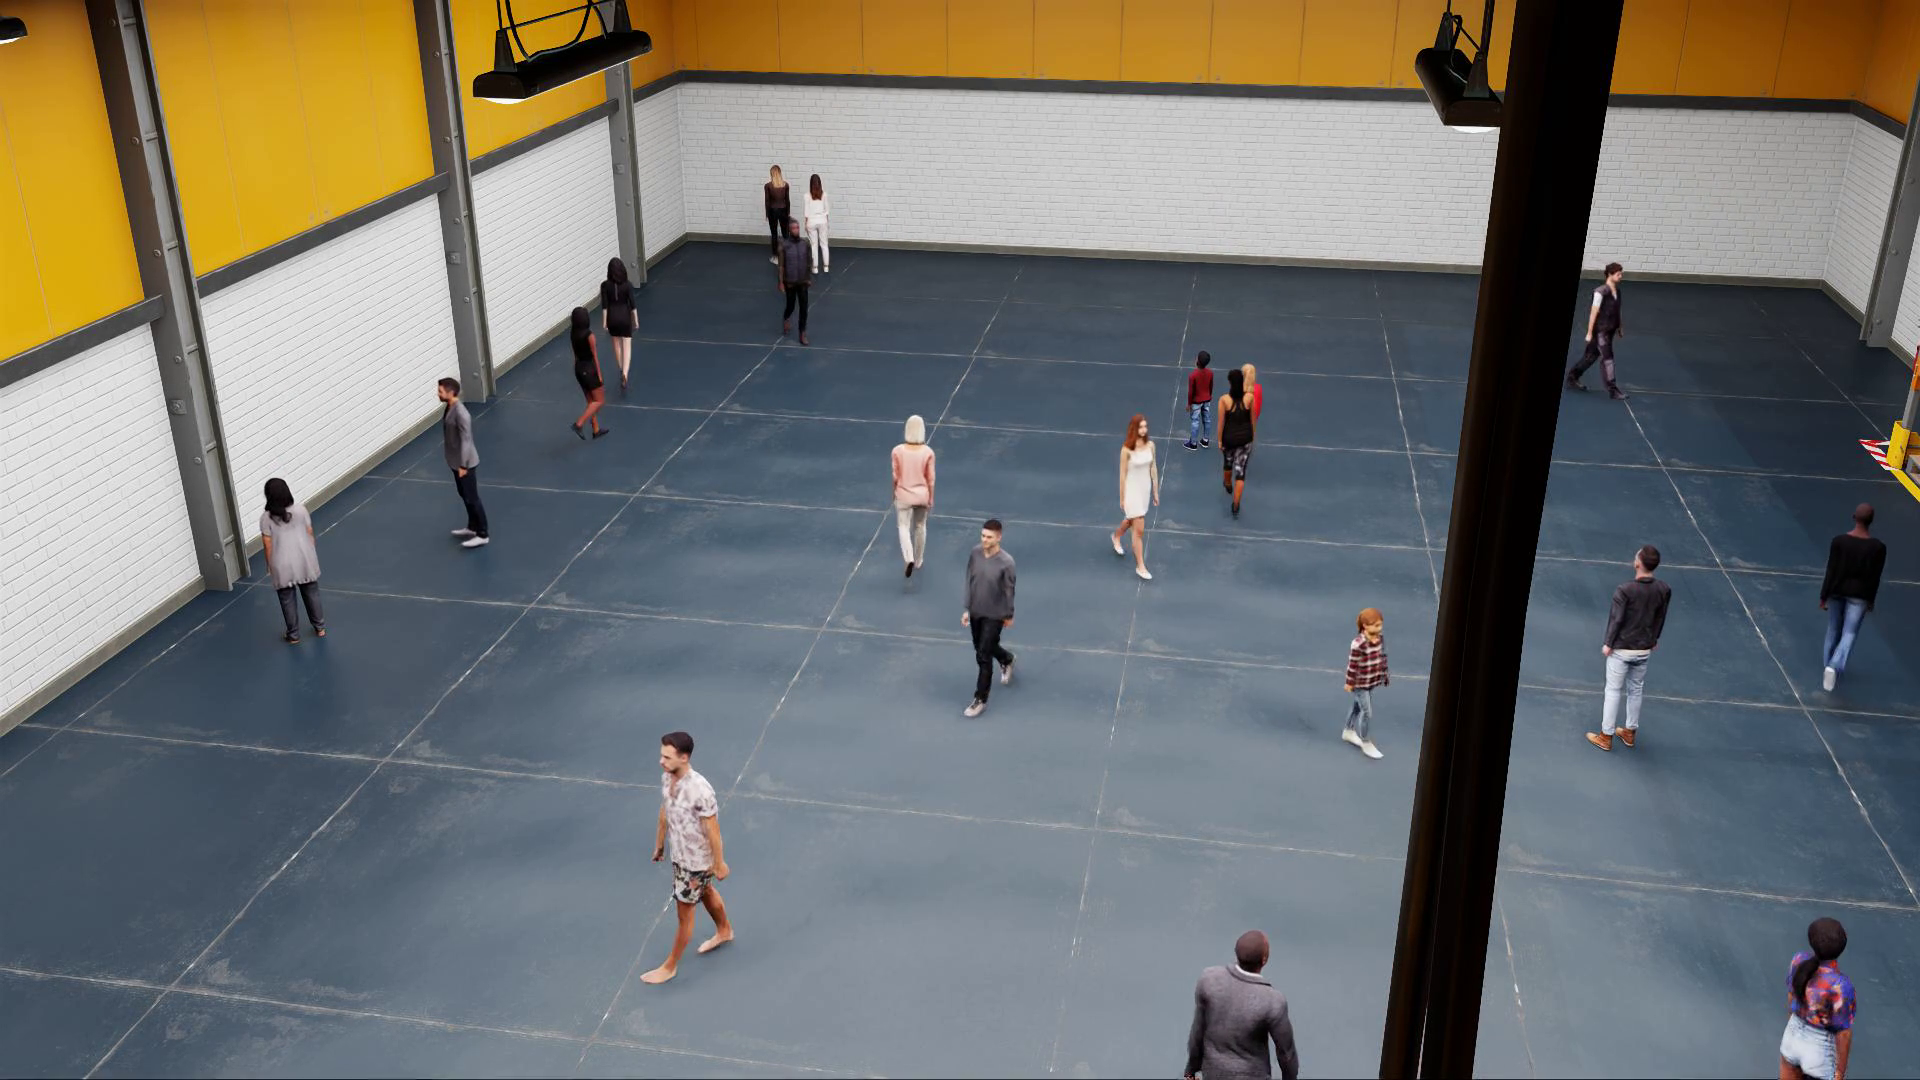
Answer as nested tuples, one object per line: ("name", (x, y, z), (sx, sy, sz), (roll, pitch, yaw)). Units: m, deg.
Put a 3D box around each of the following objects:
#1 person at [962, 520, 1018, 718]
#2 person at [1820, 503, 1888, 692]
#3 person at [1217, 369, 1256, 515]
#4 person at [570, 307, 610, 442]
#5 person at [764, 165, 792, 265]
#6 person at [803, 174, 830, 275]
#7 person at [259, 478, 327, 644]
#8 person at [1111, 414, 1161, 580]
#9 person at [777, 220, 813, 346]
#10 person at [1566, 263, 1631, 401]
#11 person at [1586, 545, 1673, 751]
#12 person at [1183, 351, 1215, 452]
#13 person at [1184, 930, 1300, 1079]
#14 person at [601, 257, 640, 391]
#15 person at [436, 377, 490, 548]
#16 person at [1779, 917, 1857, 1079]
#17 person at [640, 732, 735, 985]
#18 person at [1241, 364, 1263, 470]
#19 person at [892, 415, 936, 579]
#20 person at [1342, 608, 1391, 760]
("person", (0.285, 0.618, 14.548), (0.951, 1.735, 1.177), (17, 29, 34))
("person", (7.885, 0.528, 14.762), (0.910, 1.729, 1.145), (16, 28, 32))
("person", (3.102, -1.084, 18.590), (0.658, 1.617, 1.138), (2, 24, 4))
("person", (-4.651, -2.015, 20.580), (0.856, 1.729, 0.993), (18, 30, 36))
("person", (-3.176, -5.686, 29.009), (0.677, 1.704, 0.683), (-10, 25, -21))
("person", (-2.436, -5.406, 28.388), (0.682, 1.688, 0.696), (-8, 25, -18))
("person", (-6.312, 0.182, 15.701), (0.779, 1.612, 0.839), (-15, 28, -31))
("person", (1.785, -0.504, 17.194), (1.006, 1.673, 1.183), (-11, 26, -24))
("person", (-2.451, -3.836, 24.640), (1.062, 1.813, 1.197), (-11, 26, -23))
("person", (8.537, -2.802, 22.294), (1.218, 1.799, 1.212), (-19, 30, -37))
("person", (5.571, 0.893, 13.793), (0.730, 1.837, 0.697), (-5, 24, -12))
("person", (2.968, -1.730, 20.519), (0.588, 1.256, 0.633), (-11, 26, -24))
("person", (1.470, 2.968, 9.102), (0.993, 1.792, 1.115), (17, 29, 33))
("person", (-4.612, -2.879, 22.508), (0.795, 1.767, 1.172), (-1, 24, -2))
("person", (-5.295, -0.848, 17.735), (0.839, 1.869, 0.750), (-13, 27, -27))
("person", (4.774, 2.907, 9.329), (0.884, 1.722, 0.724), (-3, 24, -7))
("person", (-1.715, 2.059, 11.189), (1.143, 1.786, 1.067), (-17, 29, -34))
("person", (3.429, -1.435, 19.854), (0.518, 1.248, 0.901), (4, 24, 10))
("person", (-0.489, -0.419, 16.955), (0.734, 1.708, 0.978), (-1, 24, -2))
("person", (3.334, 1.137, 13.915), (0.759, 1.291, 0.812), (-18, 30, -36))
